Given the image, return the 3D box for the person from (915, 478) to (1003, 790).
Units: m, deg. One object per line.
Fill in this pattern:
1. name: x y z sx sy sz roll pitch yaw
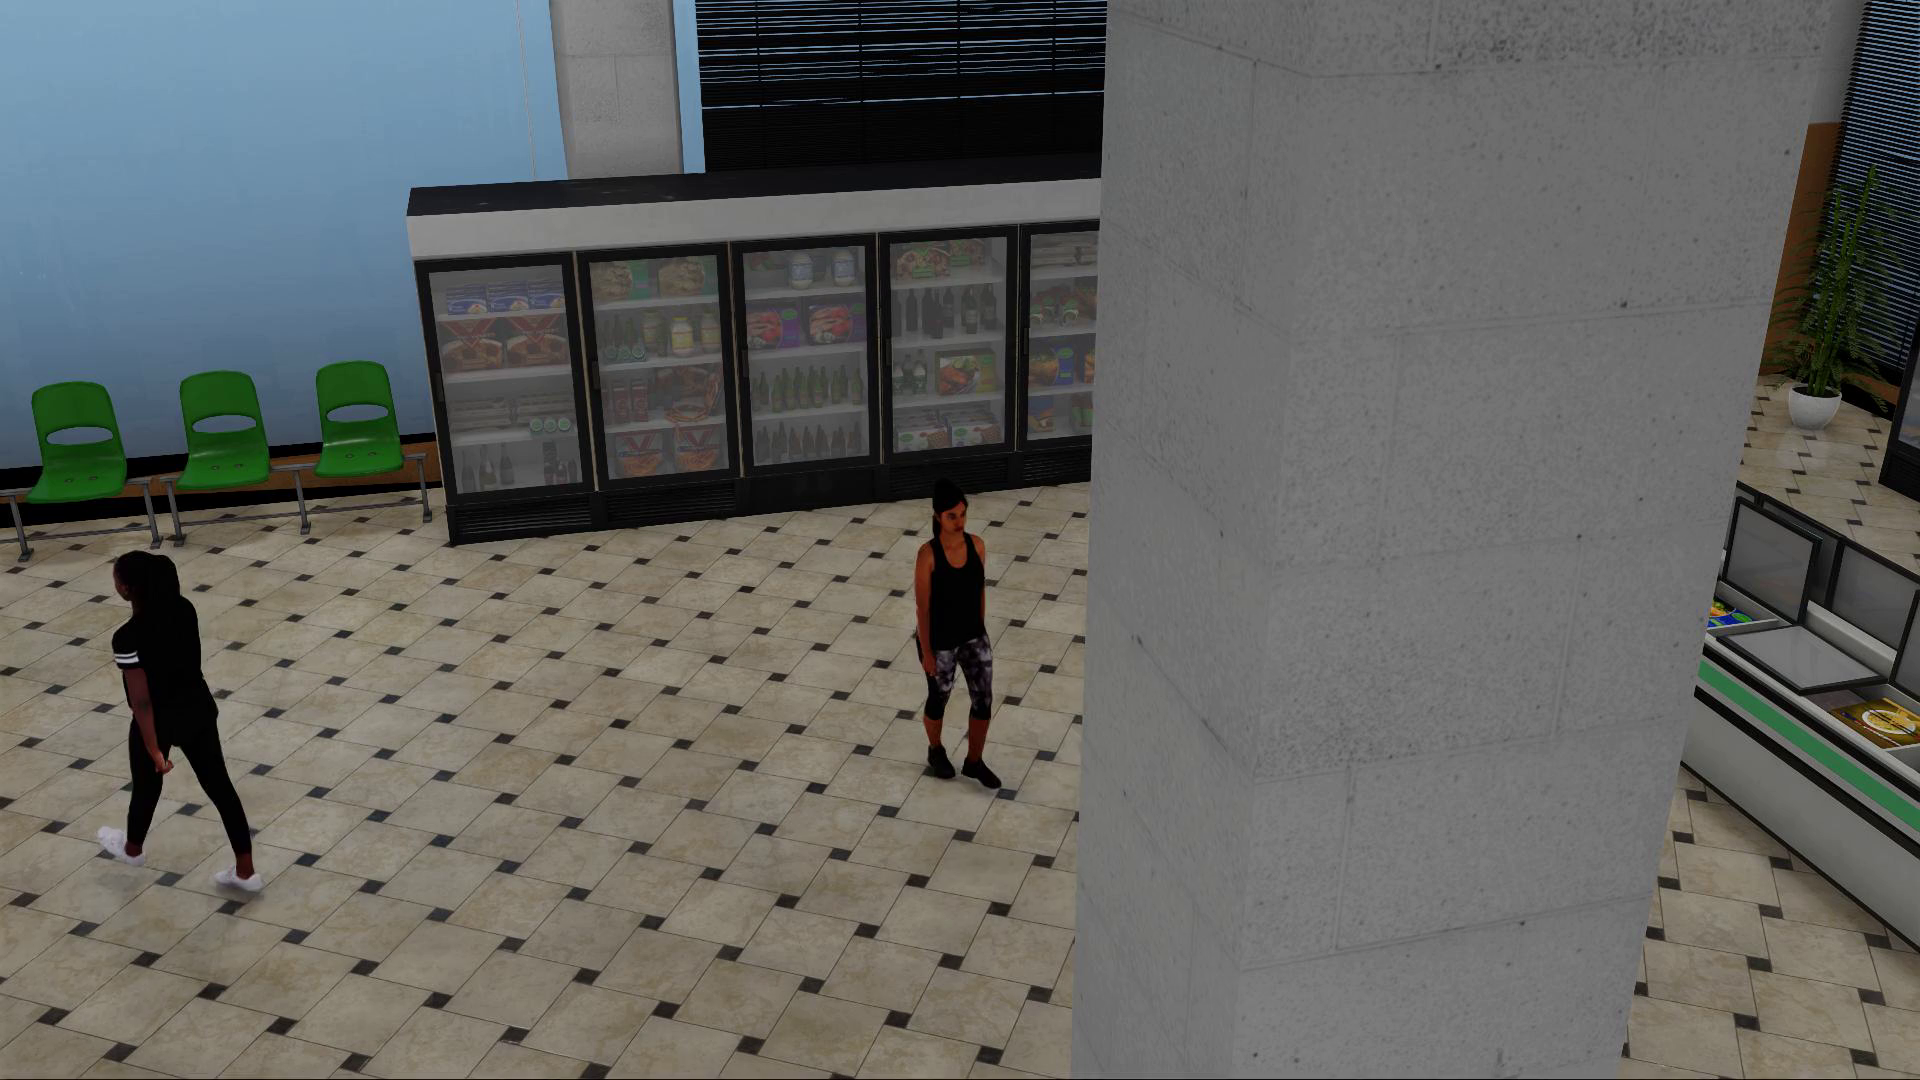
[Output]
1. person: -0.086 0.457 8.498 0.718 1.651 0.821 -14 27 -30

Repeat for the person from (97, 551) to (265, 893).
1. person: -3.484 0.859 7.527 1.130 1.694 1.116 11 26 23
